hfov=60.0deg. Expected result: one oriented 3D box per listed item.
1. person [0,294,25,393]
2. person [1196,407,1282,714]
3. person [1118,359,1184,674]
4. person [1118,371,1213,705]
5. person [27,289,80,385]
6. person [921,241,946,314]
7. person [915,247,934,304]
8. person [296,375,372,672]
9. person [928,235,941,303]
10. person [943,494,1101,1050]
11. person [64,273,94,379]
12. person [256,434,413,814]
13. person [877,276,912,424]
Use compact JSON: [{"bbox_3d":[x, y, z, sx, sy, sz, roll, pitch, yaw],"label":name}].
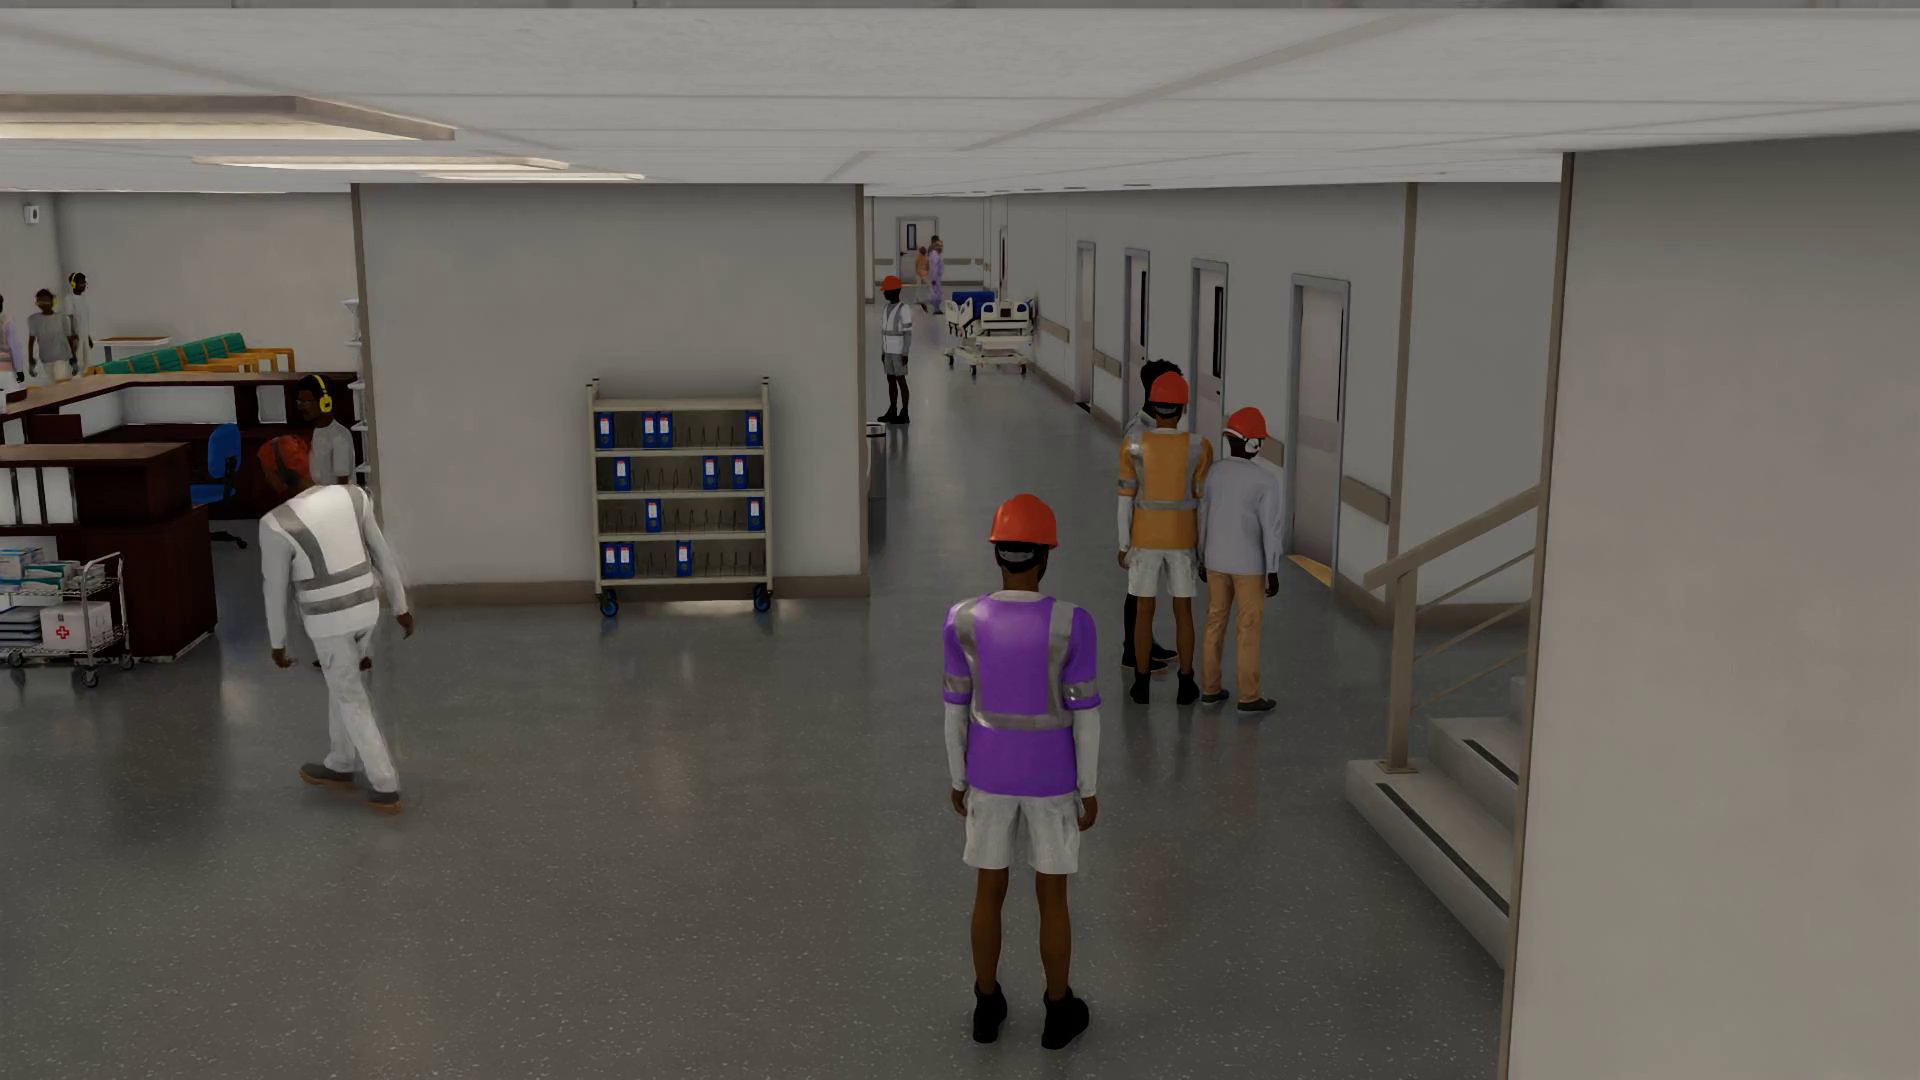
[{"bbox_3d":[-11.424,-2.031,19.777,0.633,1.841,0.429,1,12,5],"label":"person"},{"bbox_3d":[1.603,0.112,9.516,0.572,1.749,0.341,11,16,43],"label":"person"},{"bbox_3d":[1.175,-0.146,10.295,0.387,1.954,0.610,3,12,16],"label":"person"},{"bbox_3d":[1.186,-0.008,9.651,0.550,1.935,0.376,2,12,8],"label":"person"},{"bbox_3d":[-11.476,-2.274,21.073,0.538,1.808,0.960,-2,12,-9],"label":"person"},{"bbox_3d":[-0.666,-6.686,42.420,0.544,1.886,0.673,0,12,-2],"label":"person"},{"bbox_3d":[-0.972,-7.475,46.996,0.571,1.592,0.672,6,13,27],"label":"person"},{"bbox_3d":[-3.868,-0.092,10.261,0.326,1.862,0.508,-8,14,-36],"label":"person"},{"bbox_3d":[-0.744,-7.683,47.195,0.383,1.928,0.636,1,12,3],"label":"person"},{"bbox_3d":[0.218,0.800,5.727,0.543,1.928,0.374,3,12,15],"label":"person"},{"bbox_3d":[-12.796,-2.952,24.216,0.308,1.864,0.535,-1,12,-4],"label":"person"},{"bbox_3d":[-3.027,0.393,7.947,0.811,1.830,0.658,6,13,29],"label":"person"},{"bbox_3d":[-0.868,-2.483,21.753,0.363,1.934,0.553,-9,14,-37],"label":"person"}]
